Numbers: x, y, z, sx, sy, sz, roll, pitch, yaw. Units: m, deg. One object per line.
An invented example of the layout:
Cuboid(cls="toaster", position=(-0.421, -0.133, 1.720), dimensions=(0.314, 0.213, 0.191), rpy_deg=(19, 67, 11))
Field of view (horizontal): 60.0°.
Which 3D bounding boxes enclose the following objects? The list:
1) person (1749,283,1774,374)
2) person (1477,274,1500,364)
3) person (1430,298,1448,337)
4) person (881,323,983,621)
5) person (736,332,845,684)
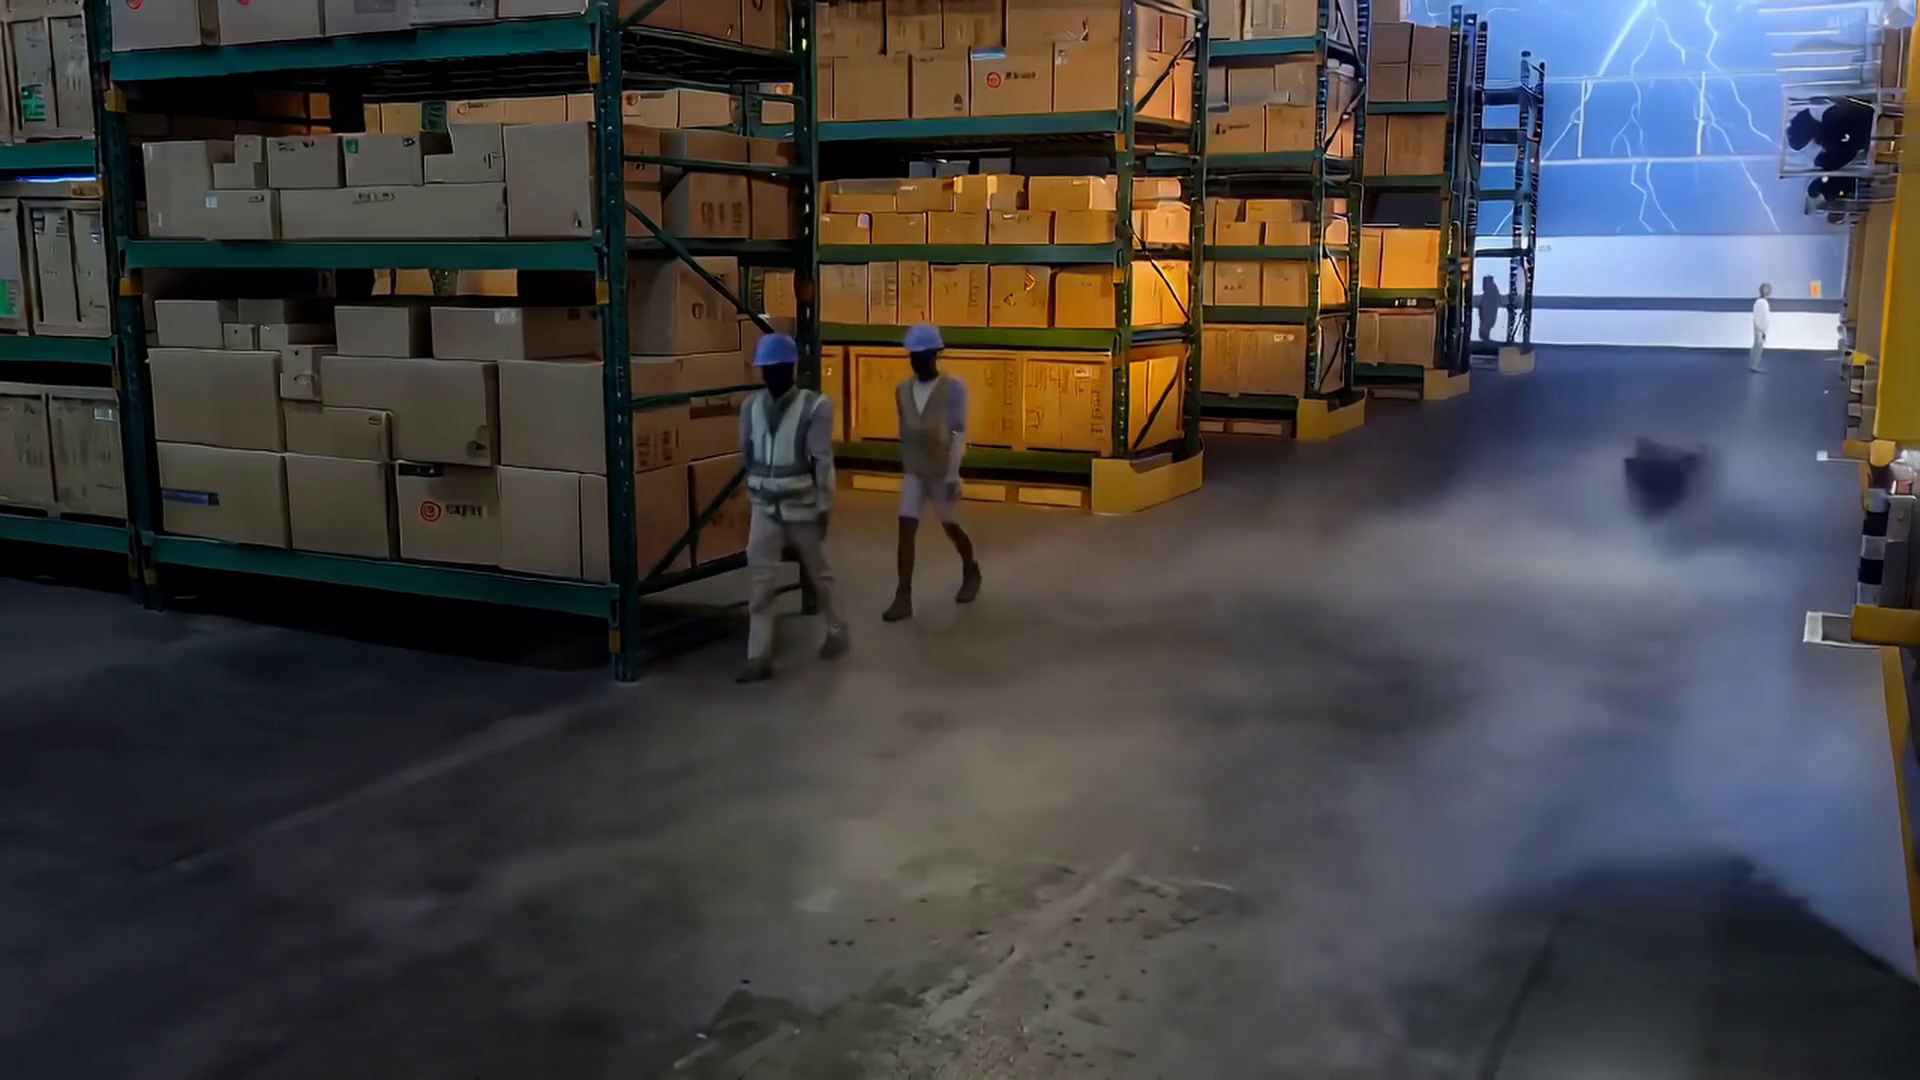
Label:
Cuboid(cls="person", position=(15.512, -4.084, 32.149), dimensions=(0.336, 1.749, 0.575), rpy_deg=(2, 10, 12))
Cuboid(cls="person", position=(11.110, -4.656, 35.072), dimensions=(0.425, 1.884, 0.660), rpy_deg=(7, 12, 35))
Cuboid(cls="person", position=(10.668, -4.891, 36.921), dimensions=(0.485, 1.722, 0.621), rpy_deg=(-6, 12, -33))
Cuboid(cls="person", position=(-0.163, -0.466, 10.808), dimensions=(0.546, 1.901, 0.963), rpy_deg=(5, 11, 28))
Cuboid(cls="person", position=(-0.931, -0.210, 9.289), dimensions=(0.605, 1.916, 0.959), rpy_deg=(4, 10, 20))
